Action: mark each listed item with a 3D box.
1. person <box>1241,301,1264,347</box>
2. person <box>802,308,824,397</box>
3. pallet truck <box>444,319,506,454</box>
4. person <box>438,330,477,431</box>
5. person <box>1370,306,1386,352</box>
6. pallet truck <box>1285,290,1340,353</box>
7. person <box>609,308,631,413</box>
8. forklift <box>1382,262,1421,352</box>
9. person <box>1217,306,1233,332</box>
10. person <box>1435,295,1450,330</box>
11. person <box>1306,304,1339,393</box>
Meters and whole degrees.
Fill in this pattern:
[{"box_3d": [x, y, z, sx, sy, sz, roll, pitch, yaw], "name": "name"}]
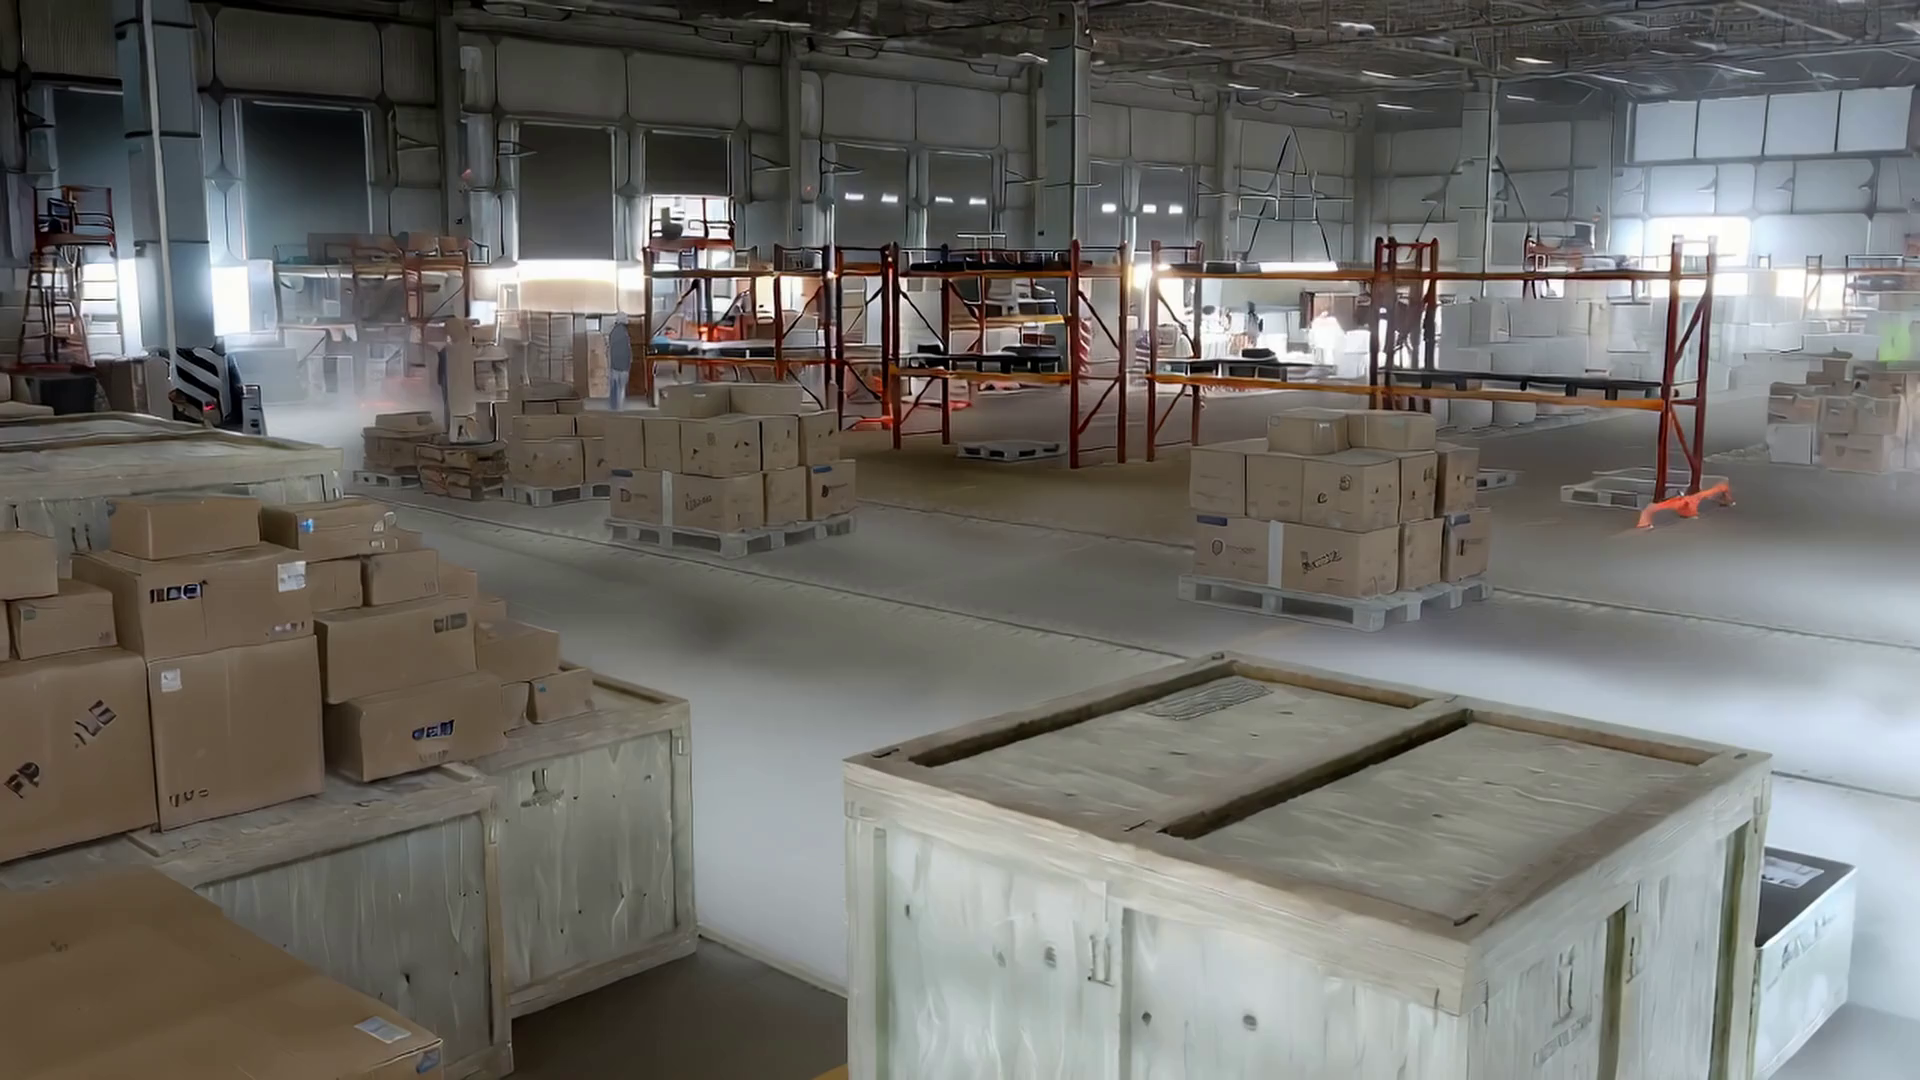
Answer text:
[{"box_3d": [7.559, -5.273, 43.055, 0.593, 1.838, 0.340, 2, 9, 12], "name": "person"}, {"box_3d": [-3.088, -3.887, 34.563, 0.586, 1.832, 0.963, 2, 9, 11], "name": "person"}, {"box_3d": [-6.981, -1.942, 22.150, 1.885, 1.965, 0.823, 1, 9, 9], "name": "pallet truck"}, {"box_3d": [-6.936, -2.027, 23.257, 0.824, 1.806, 0.638, 2, 10, 15], "name": "person"}, {"box_3d": [10.196, -4.811, 40.515, 0.483, 1.745, 0.301, -5, 10, -27], "name": "person"}, {"box_3d": [11.297, -6.951, 52.861, 1.885, 1.965, 0.823, -5, 11, -29], "name": "pallet truck"}, {"box_3d": [-5.730, -2.917, 28.146, 0.400, 1.989, 0.623, 1, 9, 7], "name": "person"}, {"box_3d": [10.938, -5.515, 41.356, 1.129, 2.768, 1.873, 2, 10, 15], "name": "forklift"}, {"box_3d": [7.595, -5.915, 47.786, 0.530, 1.577, 0.901, -3, 10, -18], "name": "person"}, {"box_3d": [13.237, -5.723, 45.519, 0.630, 1.940, 0.372, 7, 12, 37], "name": "person"}, {"box_3d": [7.762, -4.096, 35.638, 0.654, 1.900, 0.875, 8, 12, 39], "name": "person"}]
